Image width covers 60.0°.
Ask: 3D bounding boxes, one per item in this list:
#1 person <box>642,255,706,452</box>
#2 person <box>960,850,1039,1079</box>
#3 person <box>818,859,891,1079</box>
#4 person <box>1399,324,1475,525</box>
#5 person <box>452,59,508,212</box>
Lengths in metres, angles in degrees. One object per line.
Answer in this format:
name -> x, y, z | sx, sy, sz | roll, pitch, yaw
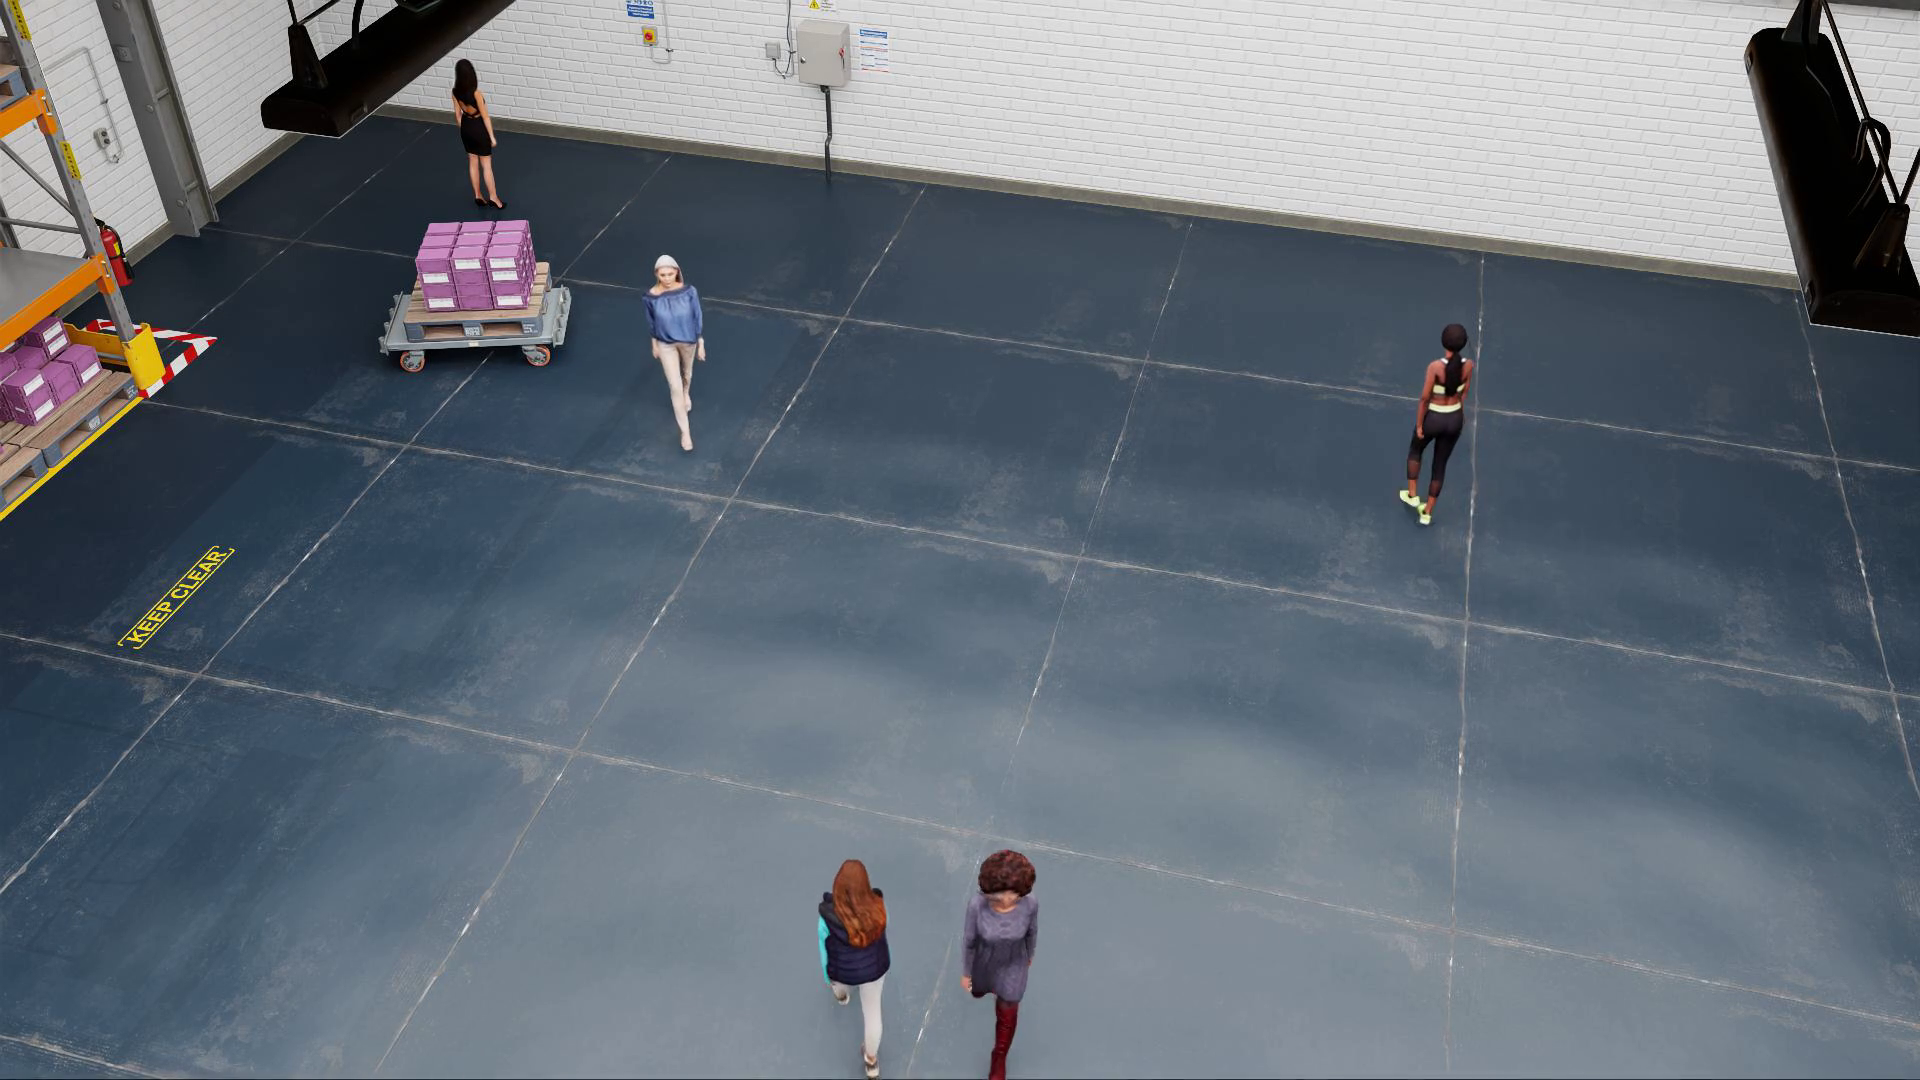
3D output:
person -> -2.415, -1.695, 14.206 | 0.995, 1.650, 1.206 | -9, 40, -11
person -> 0.197, 2.269, 9.216 | 0.776, 1.684, 1.123 | 1, 39, 2
person -> -0.546, 2.409, 9.228 | 0.809, 1.451, 1.031 | -7, 39, -9
person -> 3.799, -0.851, 13.080 | 0.633, 1.737, 0.705 | 1, 39, 1
person -> -5.061, -4.225, 17.372 | 0.594, 1.652, 0.514 | 15, 41, 18
